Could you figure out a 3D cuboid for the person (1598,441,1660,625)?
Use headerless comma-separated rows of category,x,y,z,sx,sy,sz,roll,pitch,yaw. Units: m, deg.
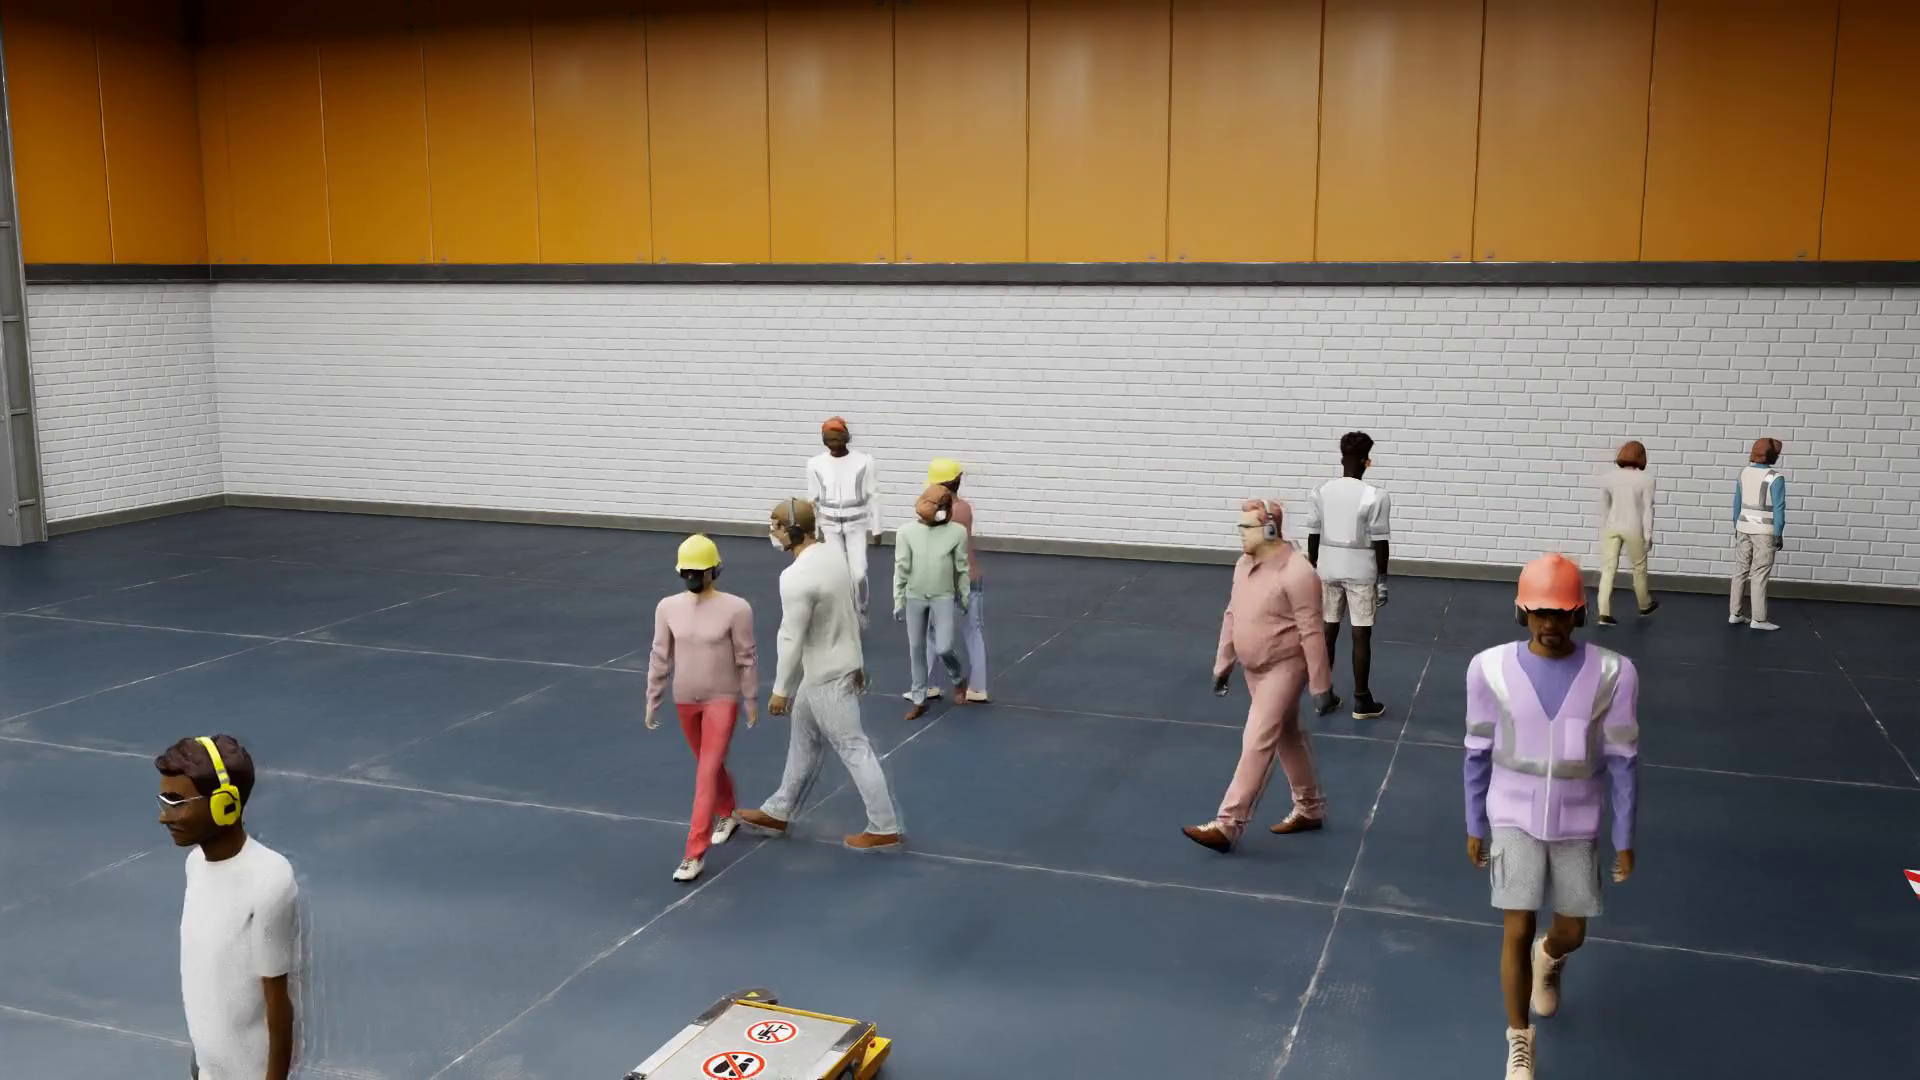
person,5.786,-0.068,14.386,0.891,1.574,0.512,-9,12,-43

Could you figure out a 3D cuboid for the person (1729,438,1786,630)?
person,6.792,-0.054,14.156,0.311,1.636,0.523,-3,10,-17

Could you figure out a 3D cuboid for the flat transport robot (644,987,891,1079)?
flat transport robot,-0.823,1.969,5.830,0.652,0.197,1.431,4,10,21

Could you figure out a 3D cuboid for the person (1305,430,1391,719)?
person,2.655,0.233,11.360,0.608,1.963,0.377,8,12,40

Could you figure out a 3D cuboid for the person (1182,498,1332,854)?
person,1.566,0.707,8.760,0.987,1.849,0.671,-3,10,-19

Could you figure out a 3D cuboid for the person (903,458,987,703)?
person,-0.114,0.289,11.703,0.710,1.738,0.540,4,10,25

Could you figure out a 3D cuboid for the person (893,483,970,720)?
person,-0.190,0.417,11.288,0.480,1.626,0.441,1,9,9

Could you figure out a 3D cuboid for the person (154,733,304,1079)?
person,-1.860,1.407,4.406,0.542,1.854,0.628,8,12,40

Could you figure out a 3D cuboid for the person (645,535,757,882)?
person,-1.321,0.814,8.525,0.545,1.714,0.928,3,10,16

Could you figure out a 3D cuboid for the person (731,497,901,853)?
person,-0.765,0.705,8.681,0.994,1.872,0.644,2,9,11

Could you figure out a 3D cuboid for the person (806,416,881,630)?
person,-0.950,-0.092,13.676,0.607,1.861,0.489,1,9,4

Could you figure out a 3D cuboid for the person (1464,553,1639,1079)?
person,2.213,1.026,6.282,0.622,2.019,0.792,3,10,18
